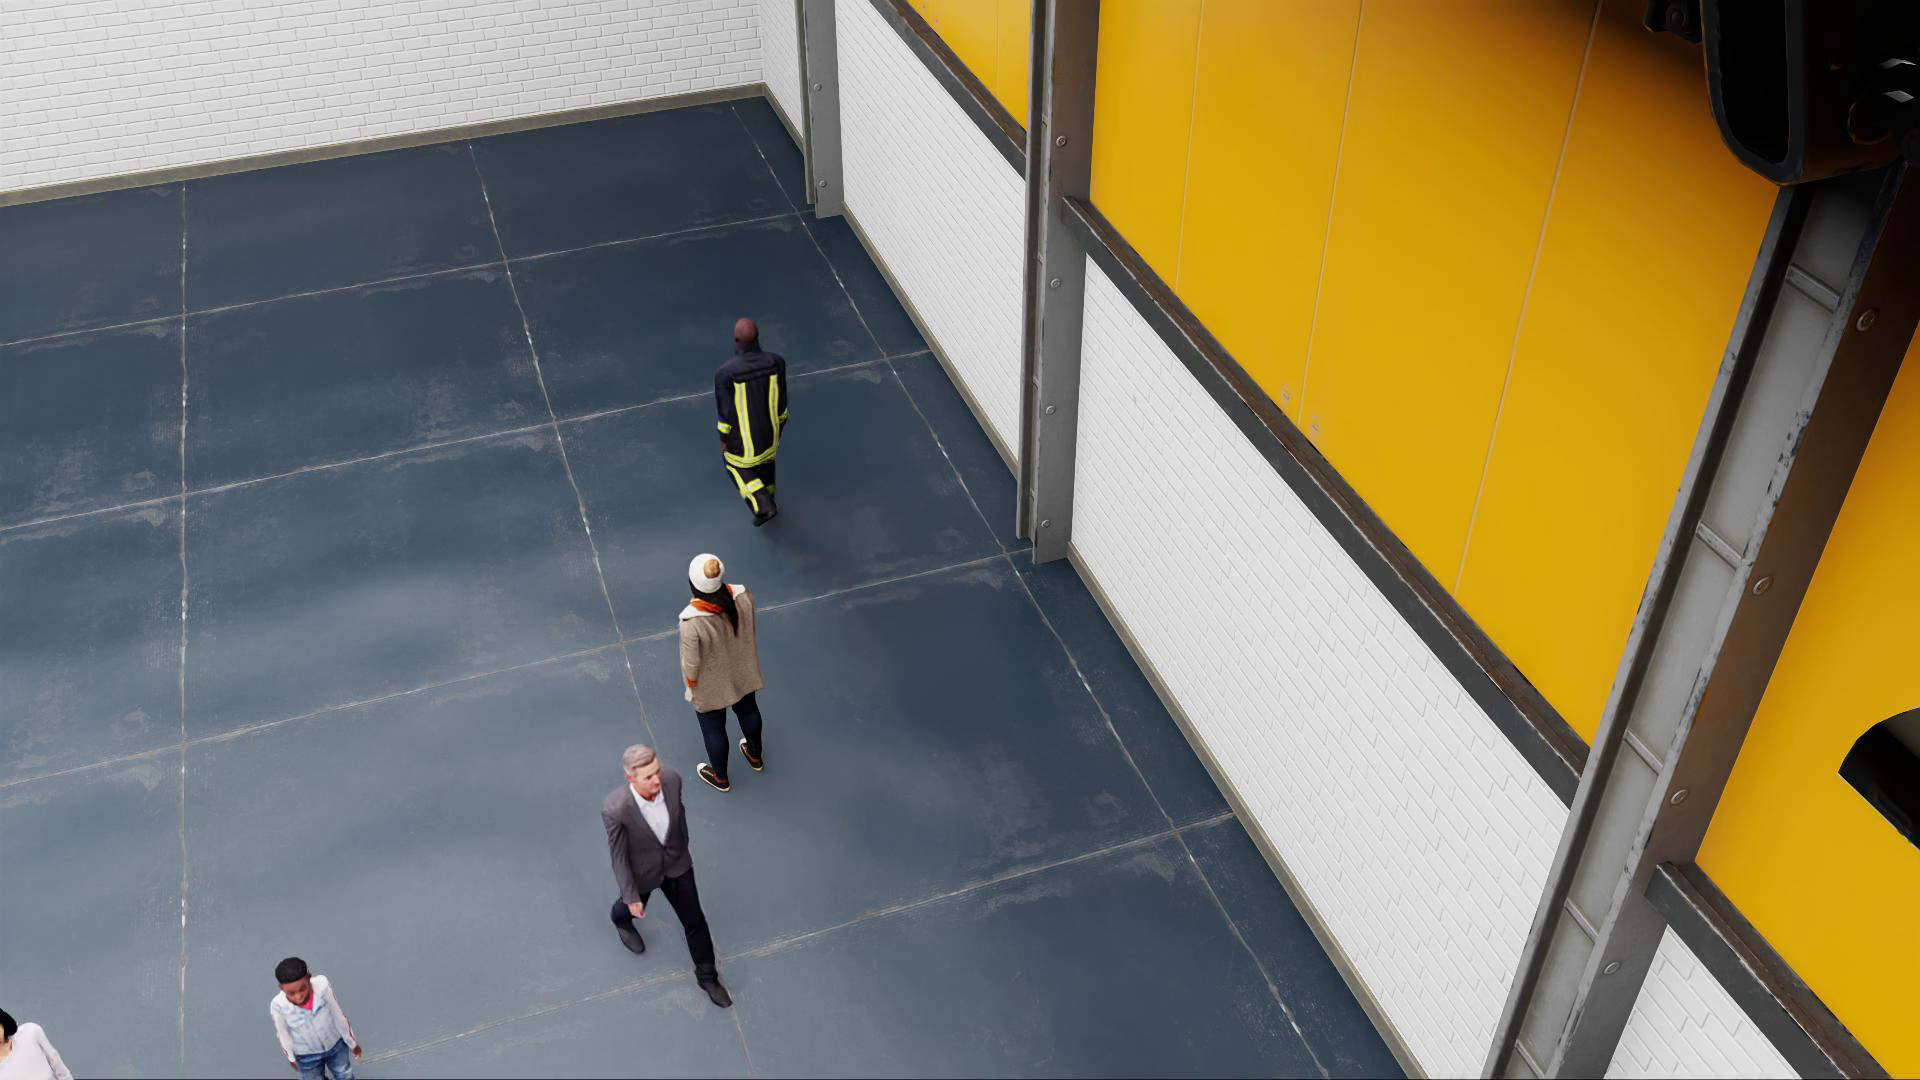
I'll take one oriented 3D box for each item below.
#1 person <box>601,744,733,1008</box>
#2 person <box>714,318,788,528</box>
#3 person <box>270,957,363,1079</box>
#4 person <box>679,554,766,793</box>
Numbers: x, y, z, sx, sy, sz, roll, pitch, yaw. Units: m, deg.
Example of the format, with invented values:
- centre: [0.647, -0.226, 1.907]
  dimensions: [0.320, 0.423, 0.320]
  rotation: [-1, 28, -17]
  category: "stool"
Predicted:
- centre: [-1.776, 1.804, 9.343]
  dimensions: [0.980, 1.798, 1.298]
  rotation: [-28, 46, -30]
  category: "person"
- centre: [-1.551, -0.852, 12.655]
  dimensions: [0.839, 1.815, 0.977]
  rotation: [-21, 43, -24]
  category: "person"
- centre: [-3.396, 2.599, 8.782]
  dimensions: [0.560, 1.255, 0.624]
  rotation: [-22, 44, -25]
  category: "person"
- centre: [-1.504, 0.811, 10.512]
  dimensions: [0.779, 1.890, 0.786]
  rotation: [-28, 47, -31]
  category: "person"
